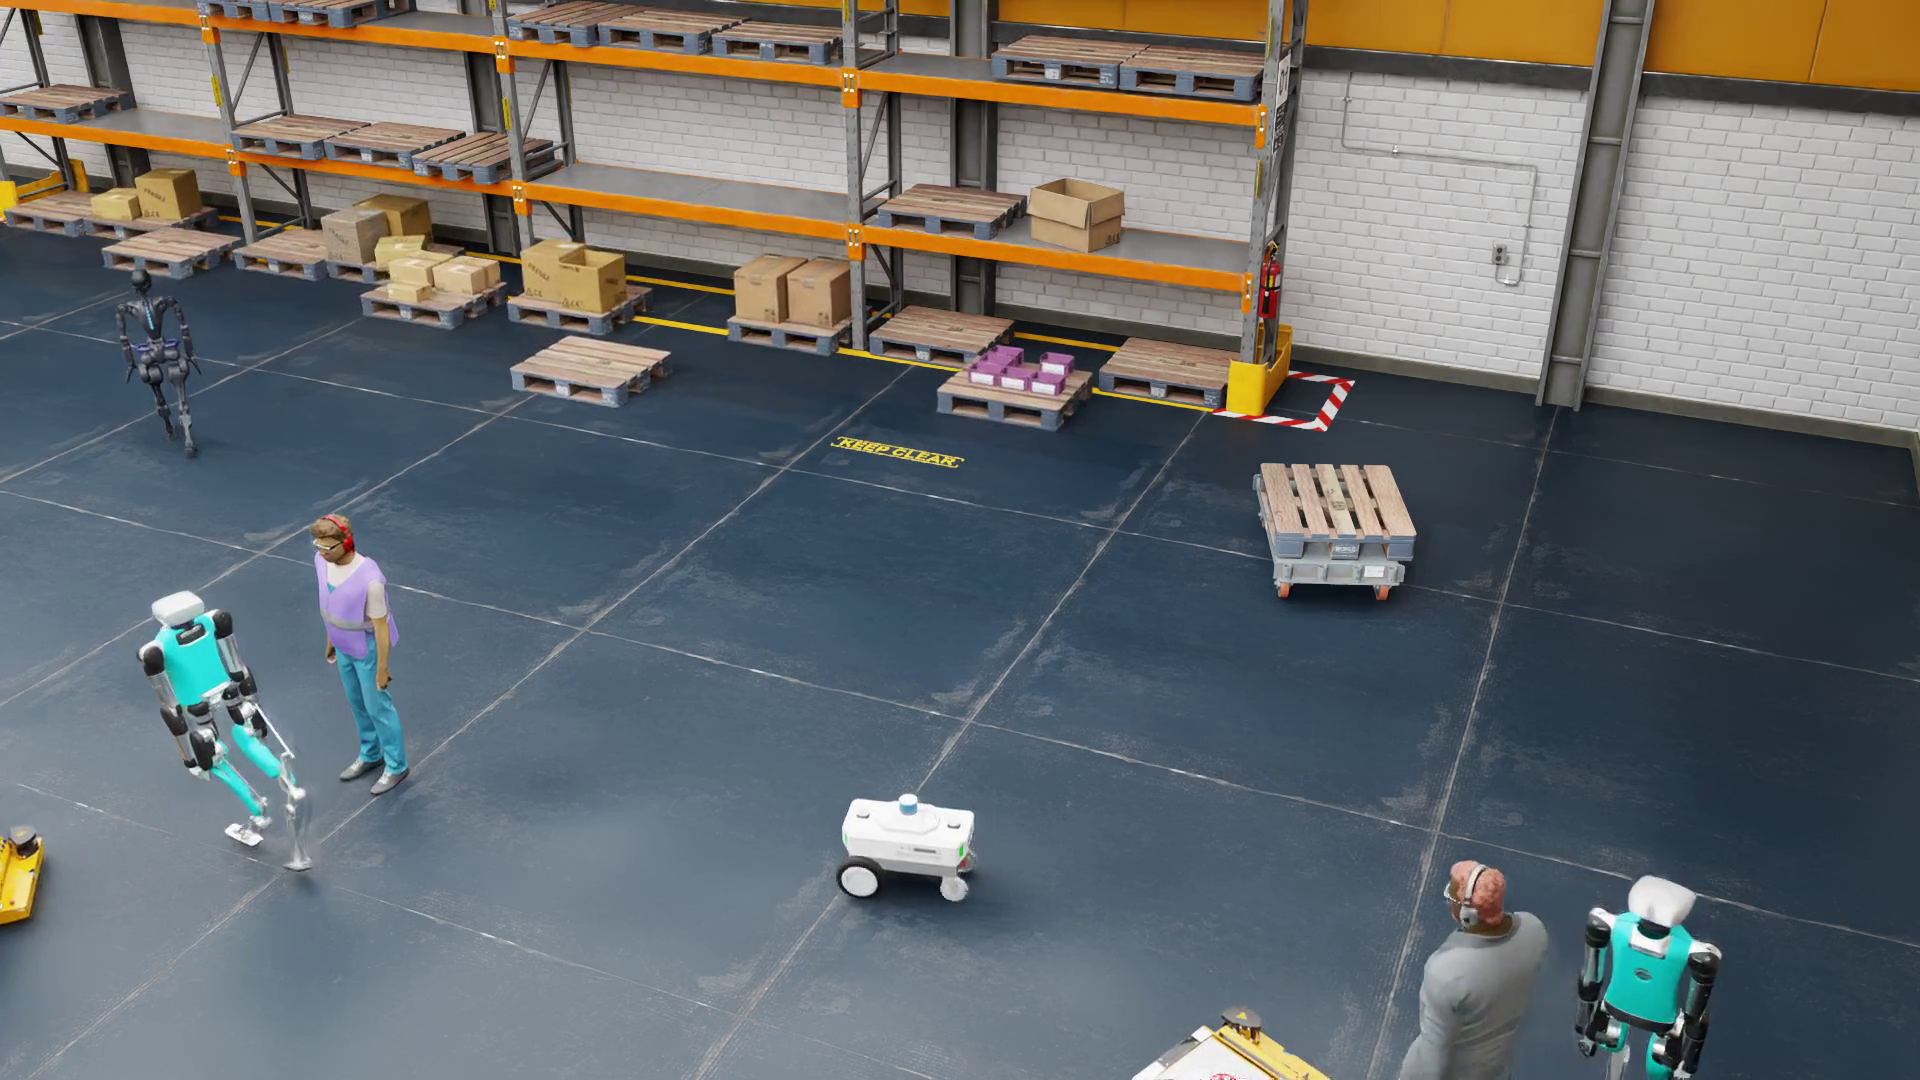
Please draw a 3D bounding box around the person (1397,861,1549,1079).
[{"bbox_3d":[2.172,2.164,6.996,0.636,1.864,0.871,-14,30,-25],"label":"person"}]

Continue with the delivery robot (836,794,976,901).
[{"bbox_3d":[-0.300,1.695,9.331,0.789,0.593,0.499,5,28,9],"label":"delivery robot"}]

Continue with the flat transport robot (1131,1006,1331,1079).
[{"bbox_3d":[1.074,2.709,7.678,1.431,0.231,0.659,-23,35,-37],"label":"flat transport robot"}]

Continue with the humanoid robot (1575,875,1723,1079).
[{"bbox_3d":[2.988,2.095,7.276,0.552,1.778,0.790,17,32,29],"label":"humanoid robot"}]

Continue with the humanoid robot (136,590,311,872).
[{"bbox_3d":[-3.892,1.162,9.117,0.976,1.753,0.552,17,32,29],"label":"humanoid robot"}]

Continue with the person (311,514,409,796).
[{"bbox_3d":[-3.579,0.664,9.941,0.559,1.833,0.421,20,33,33],"label":"person"}]

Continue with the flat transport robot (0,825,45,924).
[{"bbox_3d":[-5.872,1.964,9.122,1.431,0.231,0.659,-9,29,-17],"label":"flat transport robot"}]

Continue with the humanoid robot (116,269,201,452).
[{"bbox_3d":[-6.967,-1.563,14.482,0.603,1.632,0.786,-12,30,-22],"label":"humanoid robot"}]
